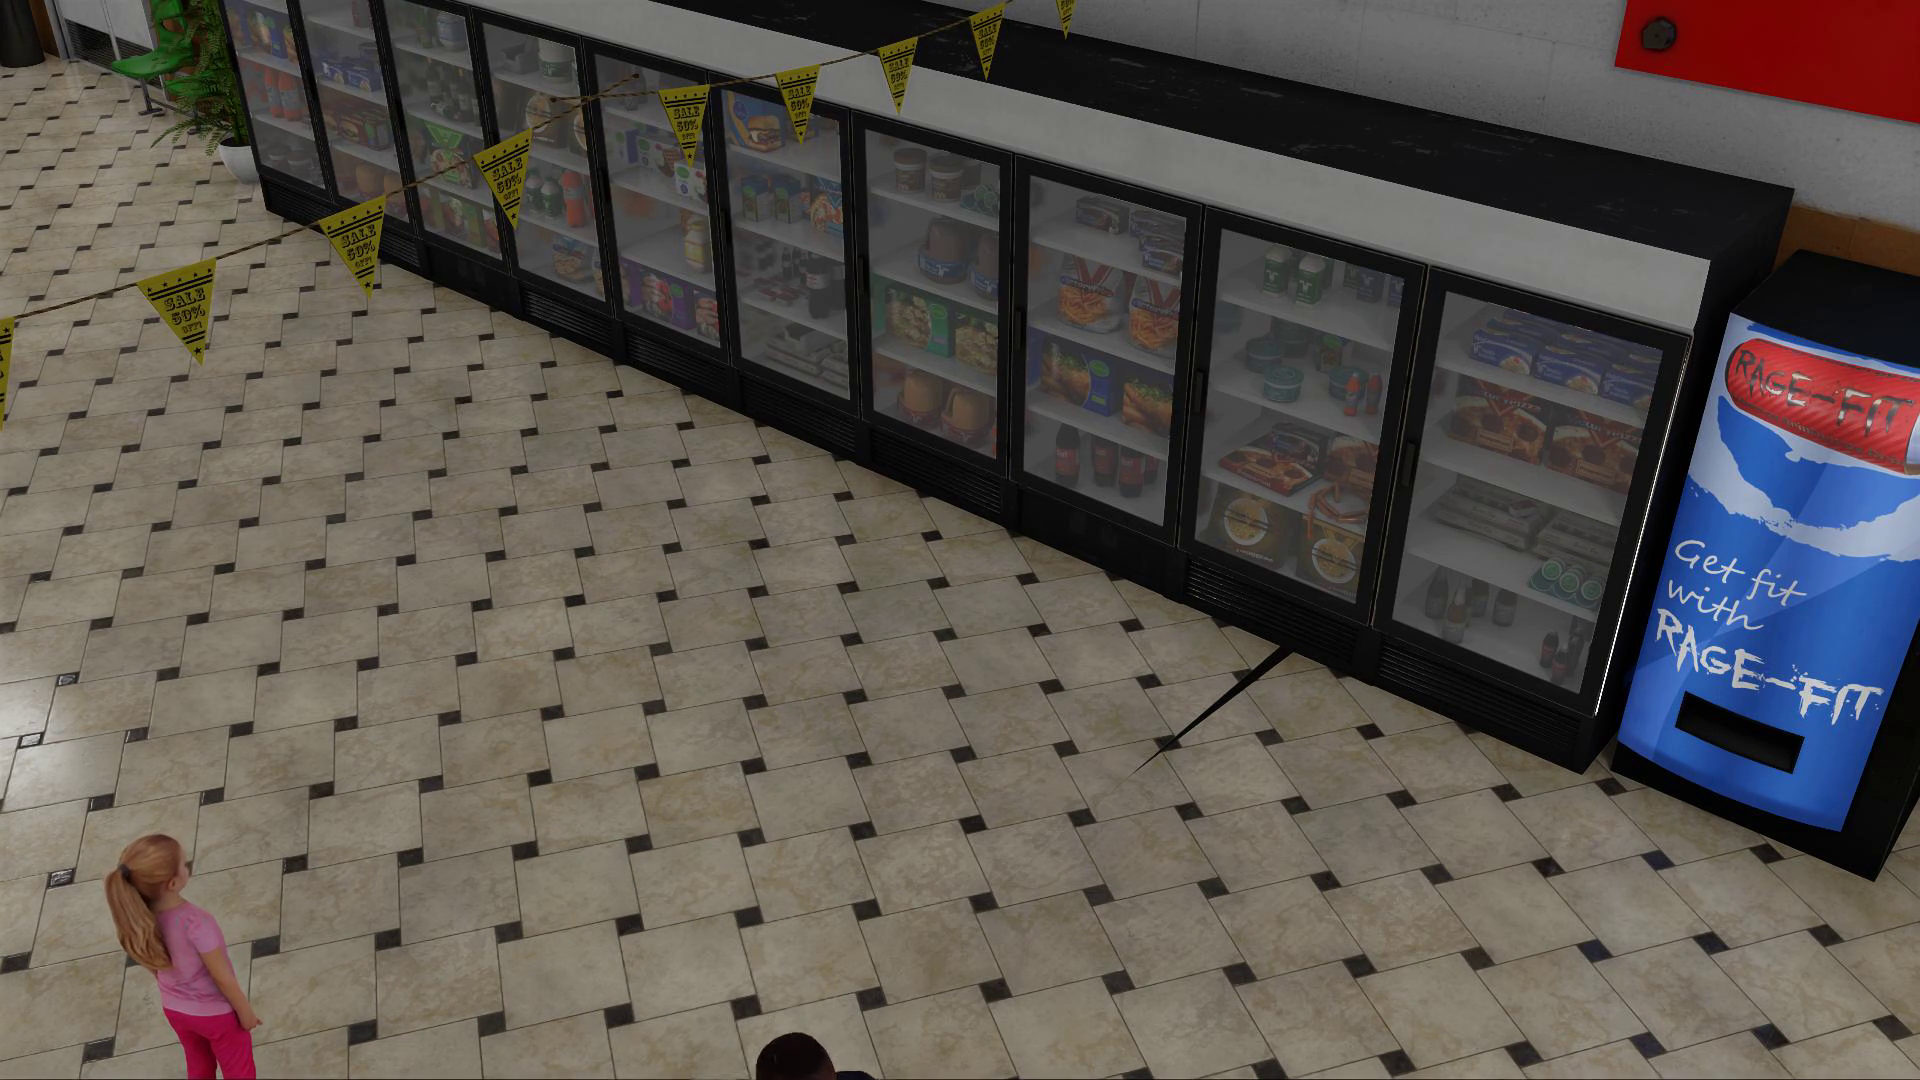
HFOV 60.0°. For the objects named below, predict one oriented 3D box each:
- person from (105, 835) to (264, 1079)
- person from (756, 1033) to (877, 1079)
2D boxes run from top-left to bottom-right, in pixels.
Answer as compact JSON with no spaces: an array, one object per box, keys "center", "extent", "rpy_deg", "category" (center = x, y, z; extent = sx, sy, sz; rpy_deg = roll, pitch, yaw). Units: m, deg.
[{"center":[-2.310,1.401,5.058],"extent":[0.549,1.275,0.589],"rpy_deg":[12,34,18],"category":"person"},{"center":[-0.405,1.783,3.971],"extent":[1.211,1.775,1.082],"rpy_deg":[-14,35,-22],"category":"person"}]
